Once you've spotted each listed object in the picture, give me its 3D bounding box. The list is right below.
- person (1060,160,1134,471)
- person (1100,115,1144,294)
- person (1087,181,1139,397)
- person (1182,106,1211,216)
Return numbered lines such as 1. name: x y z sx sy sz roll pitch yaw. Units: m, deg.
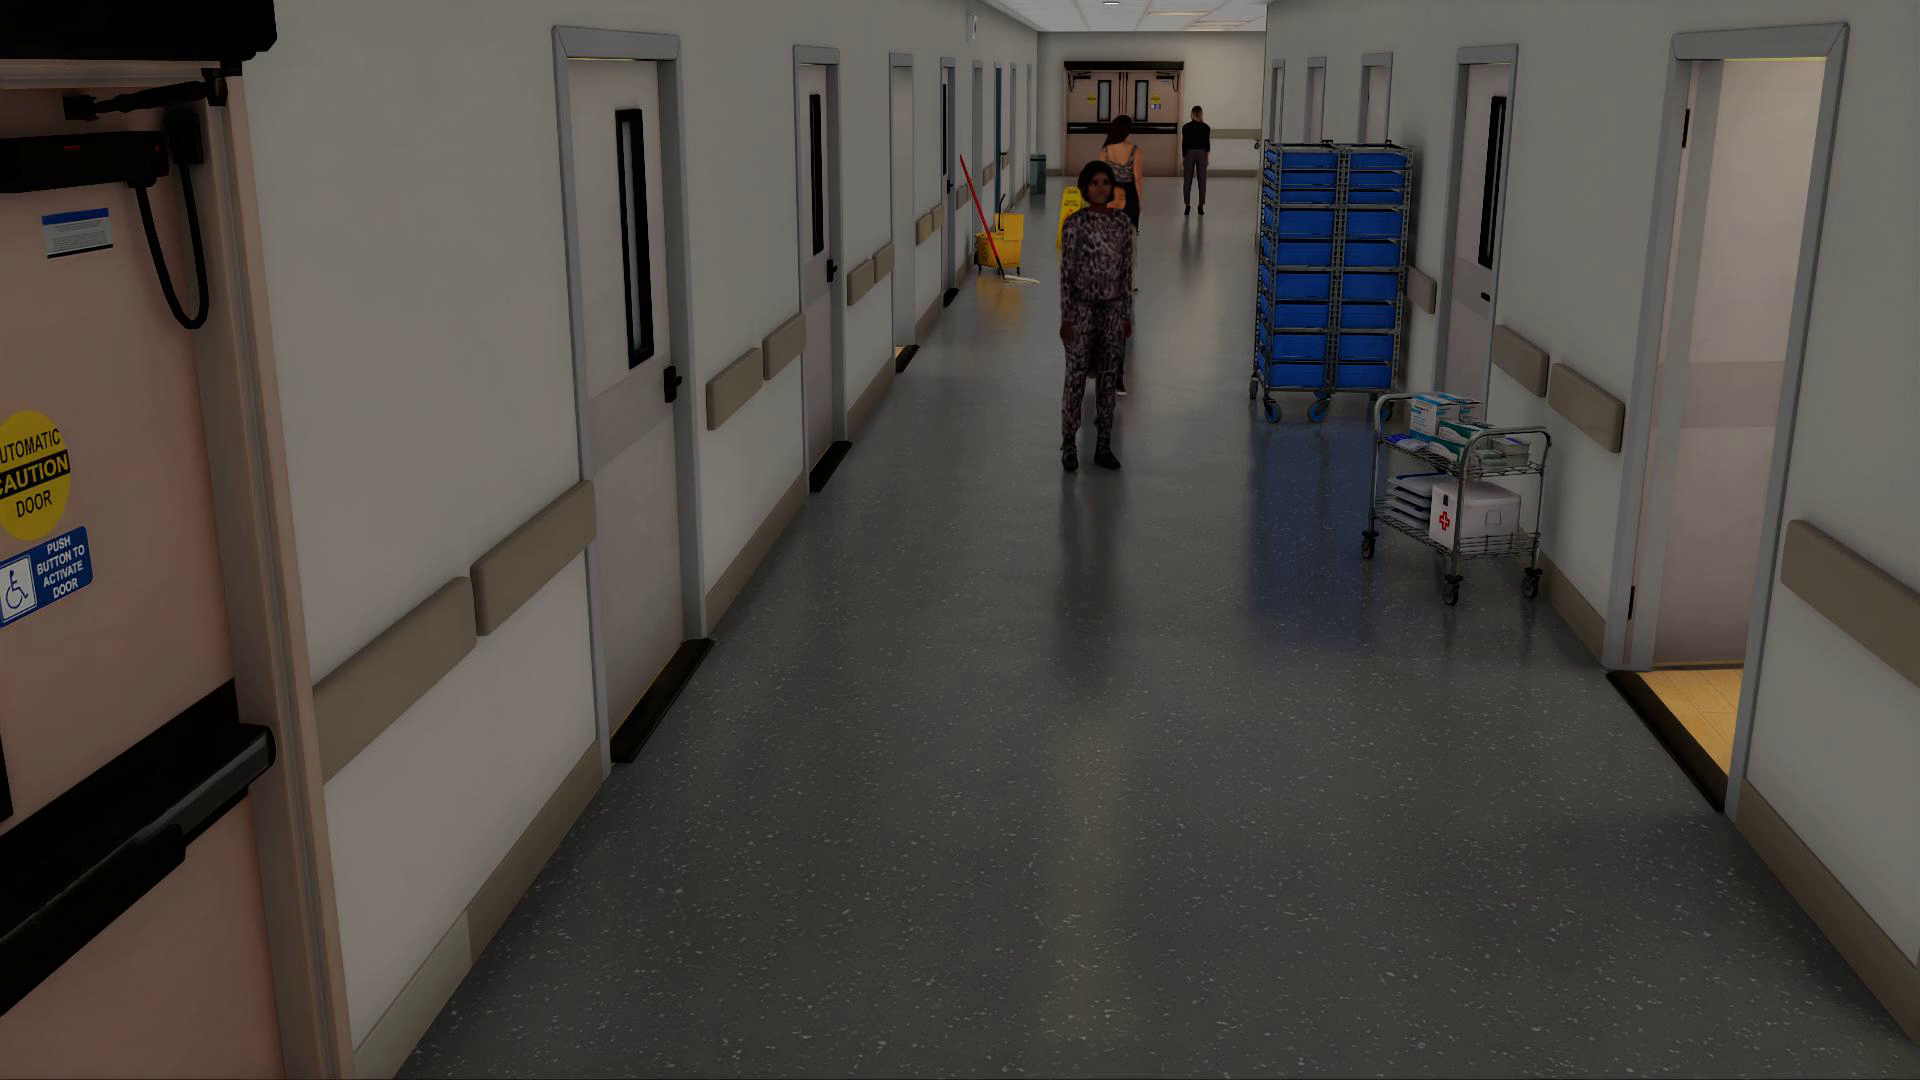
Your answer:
1. person: 0.758 -1.248 9.301 0.640 1.714 0.644 -3 16 -12
2. person: 1.626 -3.379 16.763 0.671 1.767 0.651 7 17 24
3. person: 1.012 -1.746 11.567 0.603 1.443 0.952 -1 16 -2
4. person: 3.681 -5.936 26.009 0.593 1.671 0.519 2 16 7
